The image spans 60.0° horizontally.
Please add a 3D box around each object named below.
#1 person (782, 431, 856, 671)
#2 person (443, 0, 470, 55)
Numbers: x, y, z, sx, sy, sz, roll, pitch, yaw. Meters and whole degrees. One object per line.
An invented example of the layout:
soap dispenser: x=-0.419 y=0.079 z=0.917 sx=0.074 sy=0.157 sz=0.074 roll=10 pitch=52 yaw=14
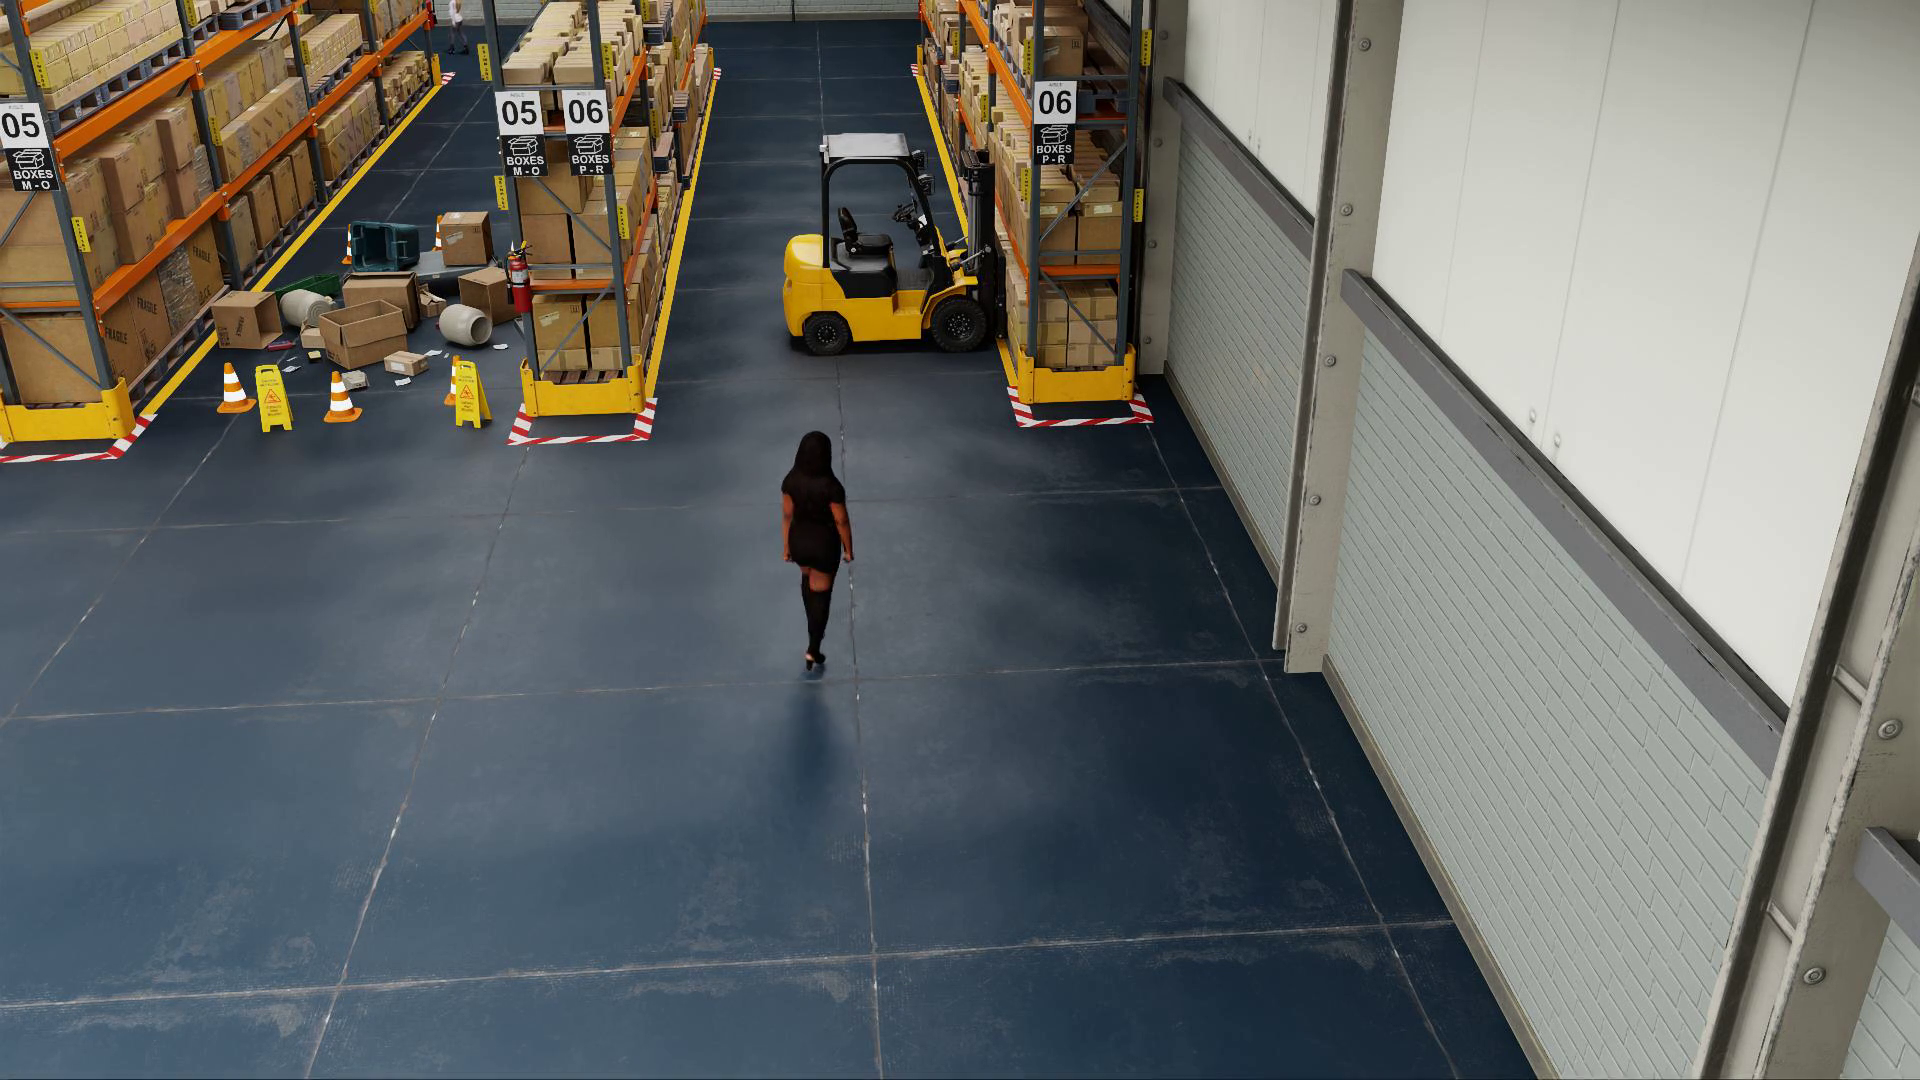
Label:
person: x=-1.081 y=0.122 z=11.949 sx=0.802 sy=1.833 sz=0.849 roll=11 pitch=29 yaw=20
person: x=-9.764 y=-10.104 z=32.430 sx=0.703 sy=1.263 sz=0.733 roll=7 pitch=28 yaw=13
